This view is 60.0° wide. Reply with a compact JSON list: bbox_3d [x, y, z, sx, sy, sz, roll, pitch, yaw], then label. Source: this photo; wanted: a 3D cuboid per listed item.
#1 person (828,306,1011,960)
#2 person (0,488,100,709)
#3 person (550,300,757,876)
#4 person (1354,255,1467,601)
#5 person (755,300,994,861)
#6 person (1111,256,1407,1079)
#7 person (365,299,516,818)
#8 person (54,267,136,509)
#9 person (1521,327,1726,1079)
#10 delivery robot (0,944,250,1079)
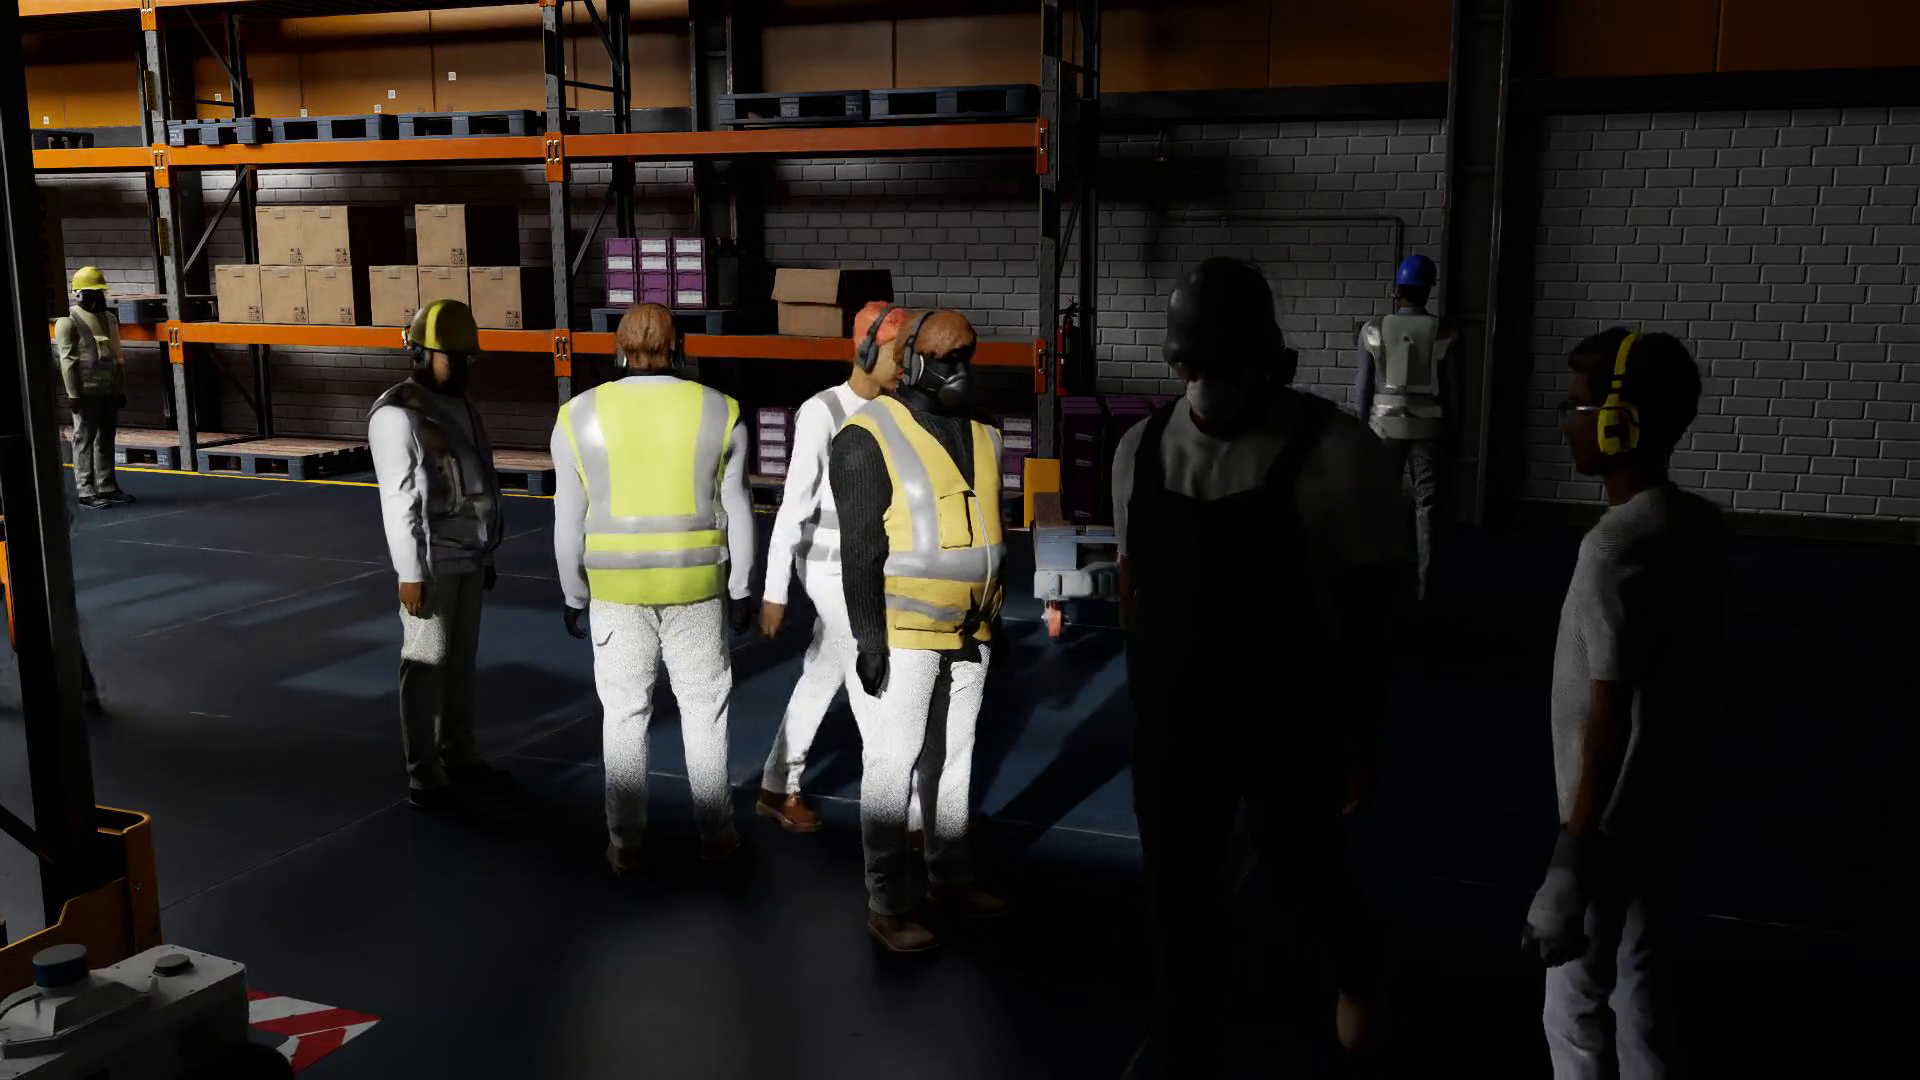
[{"bbox_3d":[-0.075,0.255,4.802,0.429,1.843,0.627,9,13,40],"label":"person"},{"bbox_3d":[-4.213,-0.179,7.108,0.970,1.879,0.594,-1,10,-7],"label":"person"},{"bbox_3d":[-0.967,0.159,5.334,0.633,1.839,0.429,-2,10,-10],"label":"person"},{"bbox_3d":[2.532,-0.621,9.378,0.610,1.947,0.388,4,11,19],"label":"person"},{"bbox_3d":[-0.327,0.130,5.517,0.983,1.824,0.637,5,11,27],"label":"person"},{"bbox_3d":[0.691,0.328,3.835,0.719,2.000,0.815,6,12,32],"label":"person"},{"bbox_3d":[-1.832,0.058,5.946,0.403,1.822,0.589,2,10,11],"label":"person"},{"bbox_3d":[-6.594,-1.162,12.708,0.404,1.833,0.591,2,10,9],"label":"person"},{"bbox_3d":[1.210,0.538,3.164,0.373,1.864,0.584,9,14,42],"label":"person"},{"bbox_3d":[-1.858,1.089,3.472,0.477,0.478,0.707,5,11,26],"label":"delivery robot"}]
